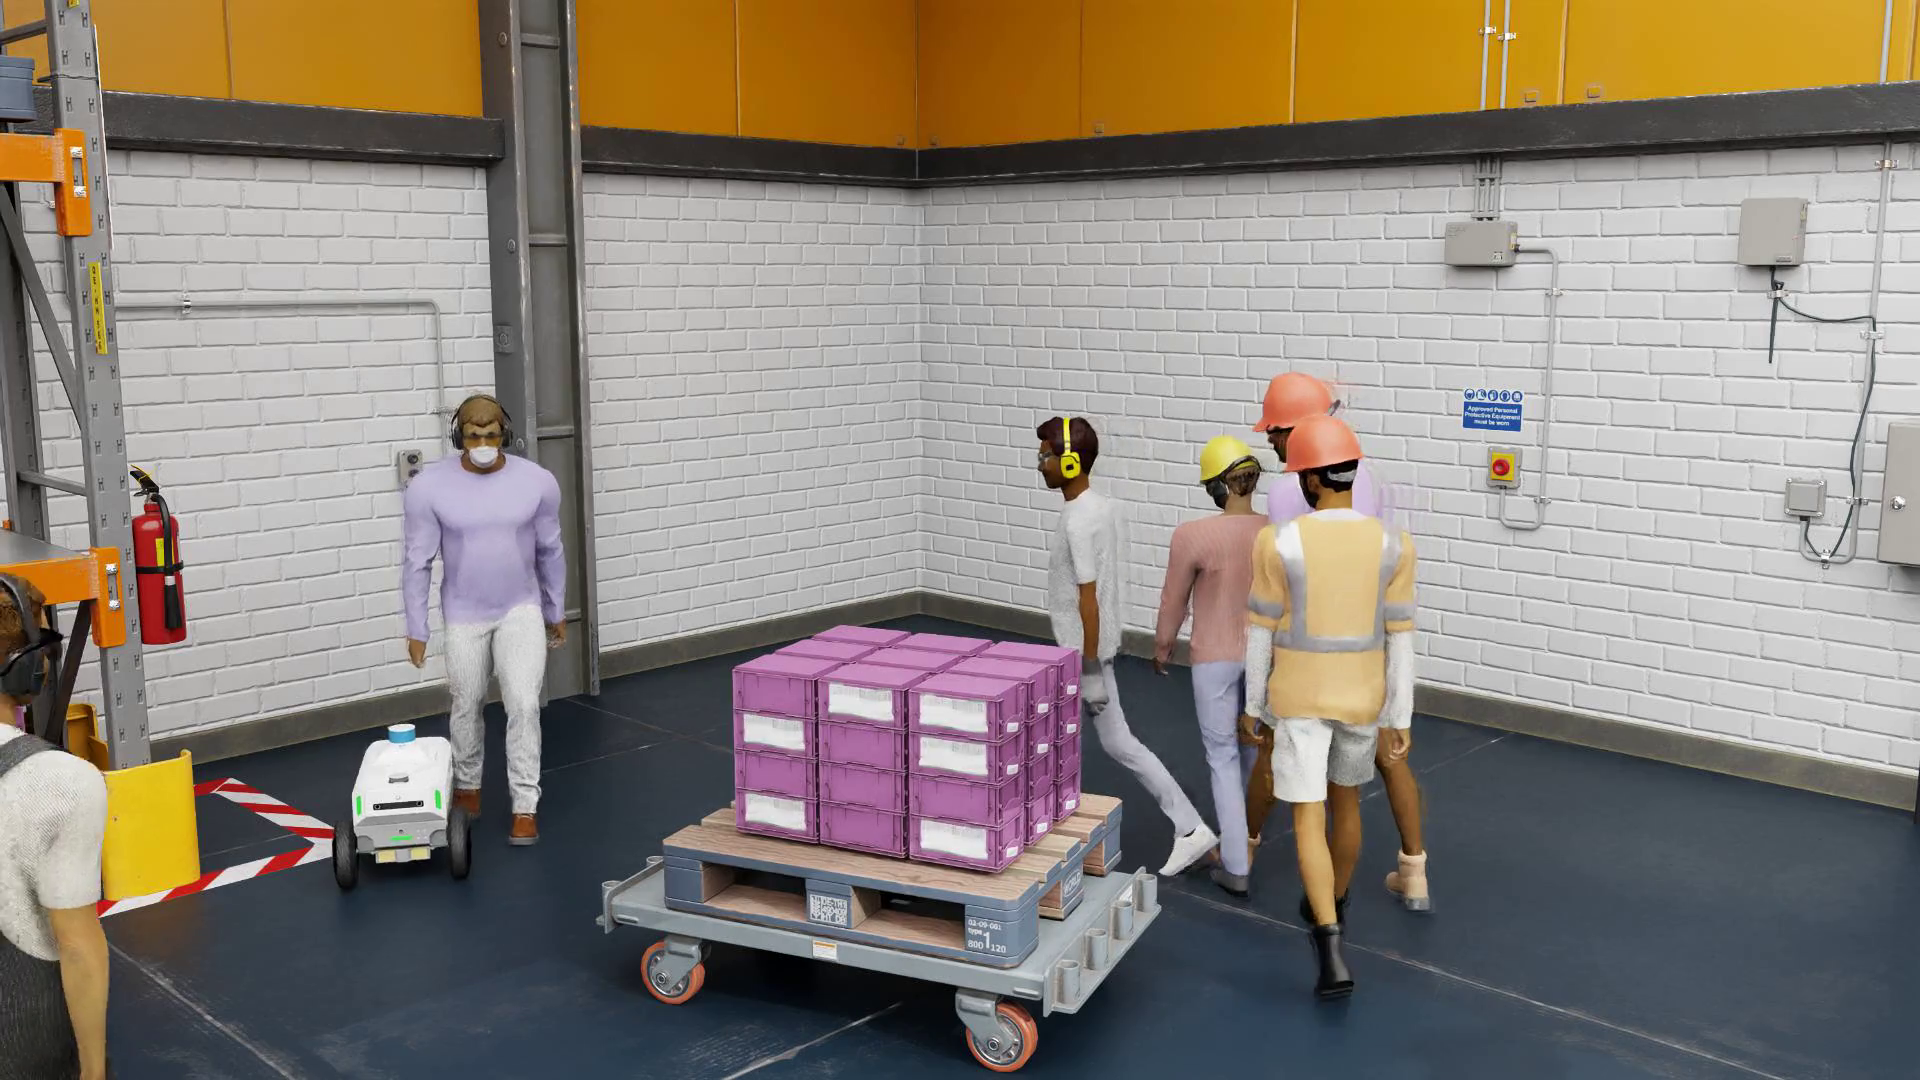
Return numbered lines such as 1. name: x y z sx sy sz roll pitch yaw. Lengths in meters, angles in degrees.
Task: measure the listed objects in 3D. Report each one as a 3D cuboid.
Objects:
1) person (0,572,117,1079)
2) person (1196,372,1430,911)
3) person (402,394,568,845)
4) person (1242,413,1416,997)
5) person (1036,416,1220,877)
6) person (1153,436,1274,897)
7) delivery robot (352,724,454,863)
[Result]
1. person: -1.846 0.961 3.141 0.528 1.816 0.894 1 9 3
2. person: 1.346 0.367 6.260 0.717 1.968 1.034 -8 12 -40
3. person: -1.989 0.312 6.994 0.675 1.875 0.742 -3 10 -20
4. person: 1.237 0.532 5.529 0.539 1.905 0.922 -1 9 -4
5. person: 0.538 0.423 6.420 0.969 1.824 0.531 3 10 16
6. person: 1.028 0.455 6.505 0.524 1.720 0.834 -2 9 -13
7. delivery robot: -2.202 0.974 6.598 0.477 0.478 0.707 -2 10 -14
